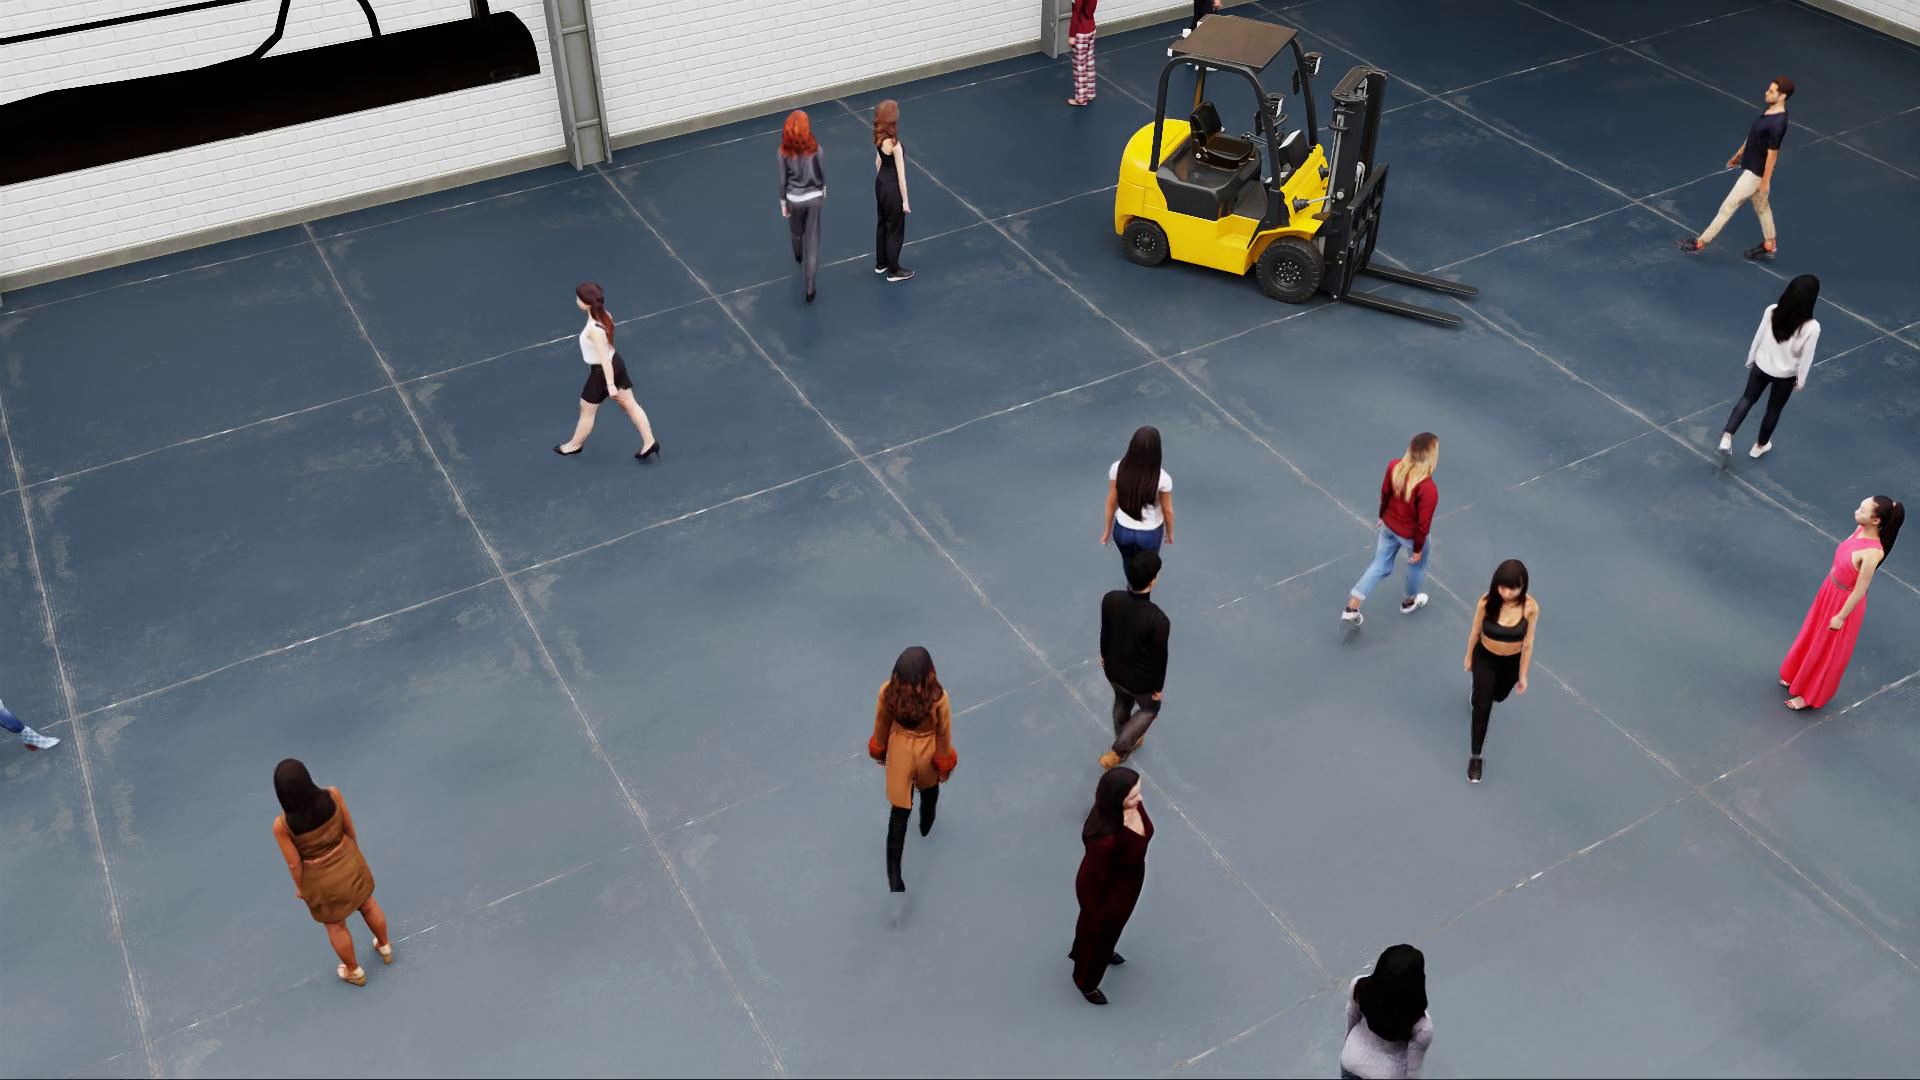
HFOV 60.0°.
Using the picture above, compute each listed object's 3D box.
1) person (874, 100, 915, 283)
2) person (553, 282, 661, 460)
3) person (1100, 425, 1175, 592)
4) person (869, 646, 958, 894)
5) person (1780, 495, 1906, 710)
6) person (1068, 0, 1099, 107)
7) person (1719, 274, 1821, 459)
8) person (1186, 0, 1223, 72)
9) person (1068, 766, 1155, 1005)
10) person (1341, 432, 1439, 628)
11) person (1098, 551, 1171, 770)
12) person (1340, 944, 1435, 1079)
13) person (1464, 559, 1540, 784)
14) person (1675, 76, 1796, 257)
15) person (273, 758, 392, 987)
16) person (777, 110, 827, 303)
[{"bbox_3d":[-0.658,-3.250,15.437,0.514,1.746,0.599,-22,44,-25],"label":"person"},{"bbox_3d":[-2.692,-1.280,13.085,1.157,1.603,0.909,-2,39,-3],"label":"person"},{"bbox_3d":[1.173,0.050,11.317,0.986,1.731,1.173,17,42,20],"label":"person"},{"bbox_3d":[-0.281,1.342,9.730,1.158,1.693,1.179,6,39,8],"label":"person"},{"bbox_3d":[5.752,0.410,10.869,0.766,1.727,0.710,9,39,11],"label":"person"},{"bbox_3d":[1.384,-5.697,18.537,0.739,1.702,0.627,17,42,20],"label":"person"},{"bbox_3d":[6.365,-1.320,13.064,0.912,1.691,0.708,-28,46,-30],"label":"person"},{"bbox_3d":[2.846,-6.397,19.291,0.612,1.854,0.699,-14,41,-17],"label":"person"},{"bbox_3d":[0.806,1.845,9.049,0.842,1.757,0.767,12,40,15],"label":"person"},{"bbox_3d":[3.021,-0.028,11.517,1.074,1.605,0.697,-26,46,-29],"label":"person"},{"bbox_3d":[1.040,0.829,10.357,0.789,1.711,0.890,28,47,31],"label":"person"},{"bbox_3d":[1.974,2.632,8.095,0.771,1.717,0.889,30,47,32],"label":"person"},{"bbox_3d":[3.420,0.723,10.569,1.024,1.613,1.035,6,39,8],"label":"person"},{"bbox_3d":[7.580,-3.444,15.631,1.192,1.808,1.171,12,40,14],"label":"person"},{"bbox_3d":[-3.454,1.824,9.132,0.678,1.686,0.549,28,46,30],"label":"person"},{"bbox_3d":[-1.407,-2.990,15.125,1.130,1.729,1.013,-1,39,-1],"label":"person"}]
